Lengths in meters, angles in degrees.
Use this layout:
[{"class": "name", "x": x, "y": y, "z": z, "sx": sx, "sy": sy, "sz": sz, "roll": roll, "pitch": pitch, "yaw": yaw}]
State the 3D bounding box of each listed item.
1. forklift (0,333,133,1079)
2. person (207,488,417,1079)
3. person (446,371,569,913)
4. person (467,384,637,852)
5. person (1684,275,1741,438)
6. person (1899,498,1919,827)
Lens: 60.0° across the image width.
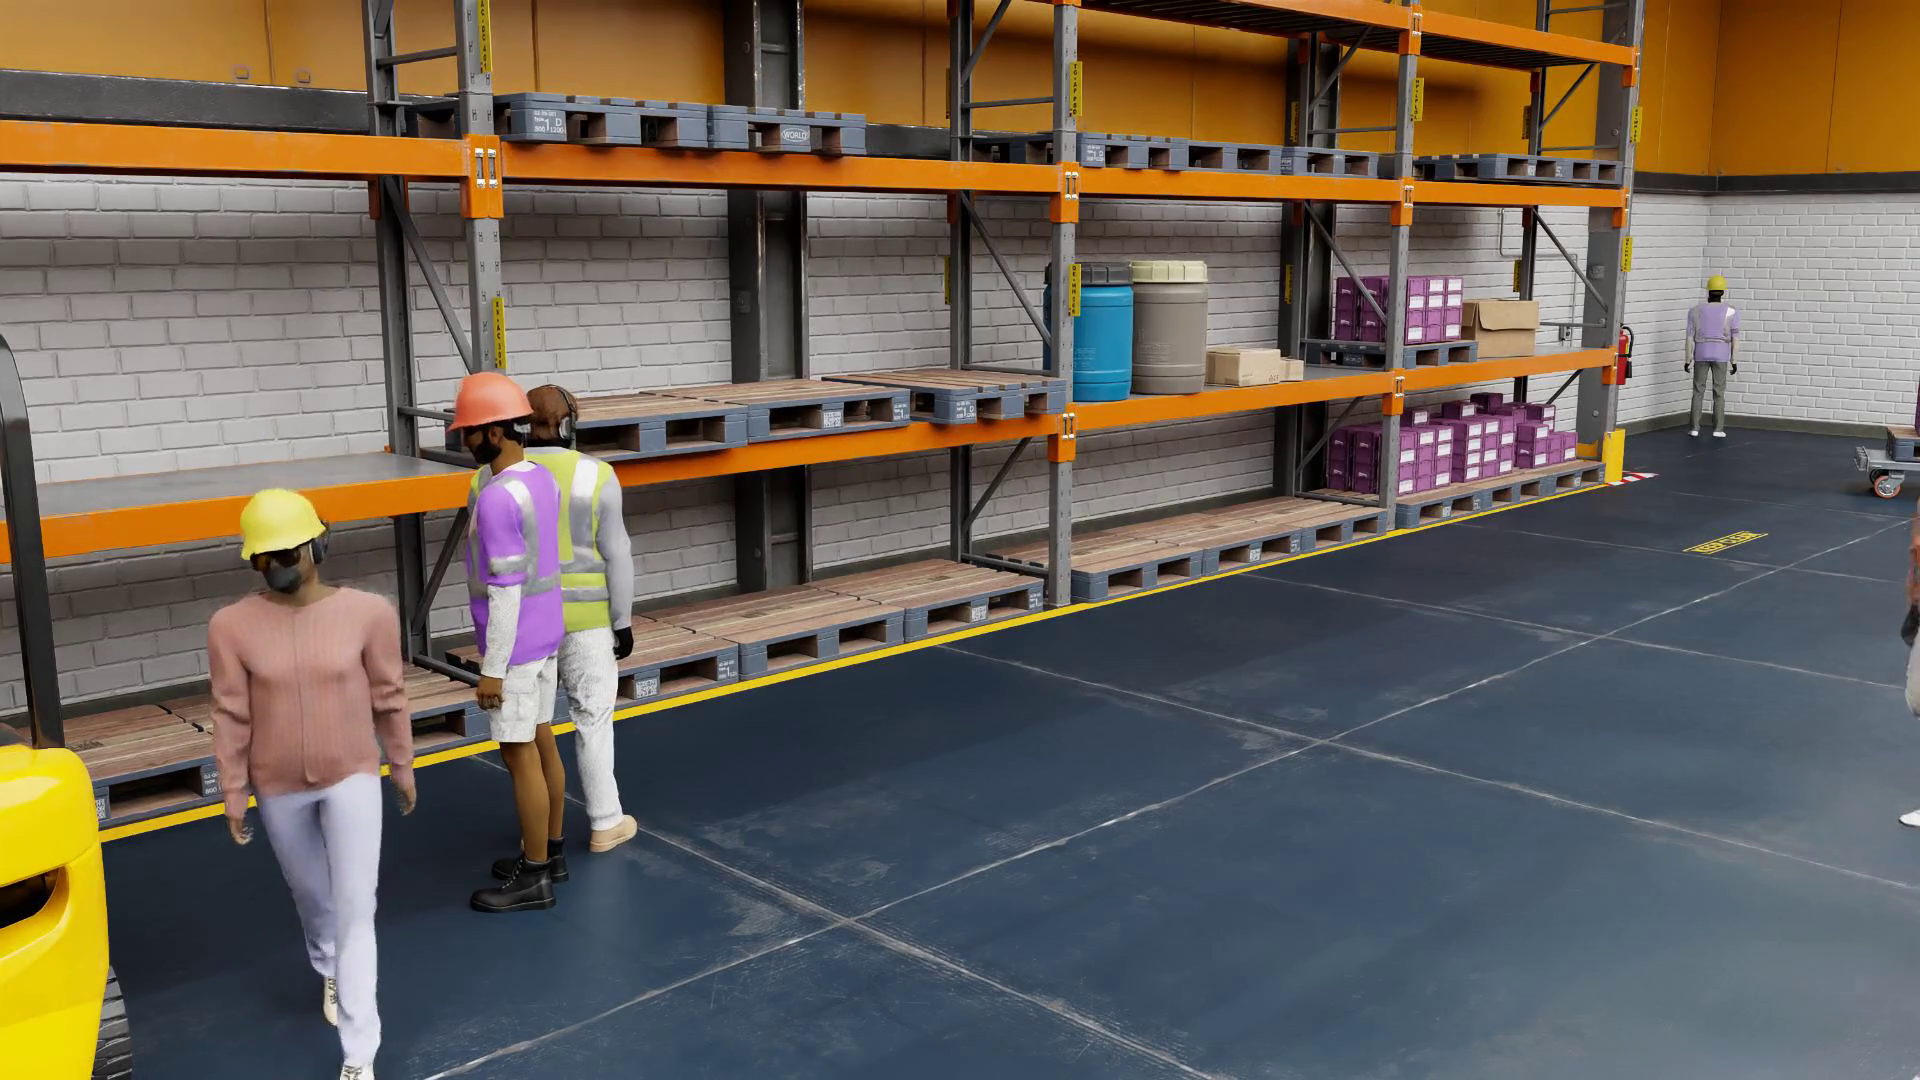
[{"class": "forklift", "x": -3.289, "y": 0.485, "z": 4.582, "sx": 1.214, "sy": 2.155, "sz": 2.313, "roll": -10, "pitch": 14, "yaw": -44}, {"class": "person", "x": -1.851, "y": 0.691, "z": 4.777, "sx": 0.529, "sy": 1.706, "sz": 0.925, "roll": -3, "pitch": 11, "yaw": -15}, {"class": "person", "x": -1.607, "y": 0.366, "z": 5.944, "sx": 0.362, "sy": 1.934, "sz": 0.543, "roll": 0, "pitch": 10, "yaw": 1}, {"class": "person", "x": -1.561, "y": 0.314, "z": 6.495, "sx": 0.619, "sy": 1.838, "sz": 0.429, "roll": 1, "pitch": 10, "yaw": 7}, {"class": "person", "x": 8.959, "y": -2.180, "z": 19.834, "sx": 0.594, "sy": 1.927, "sz": 0.367, "roll": 5, "pitch": 12, "yaw": 26}, {"class": "person", "x": 4.131, "y": 0.364, "z": 6.770, "sx": 0.513, "sy": 1.622, "sz": 0.539, "roll": -2, "pitch": 11, "yaw": -10}]
